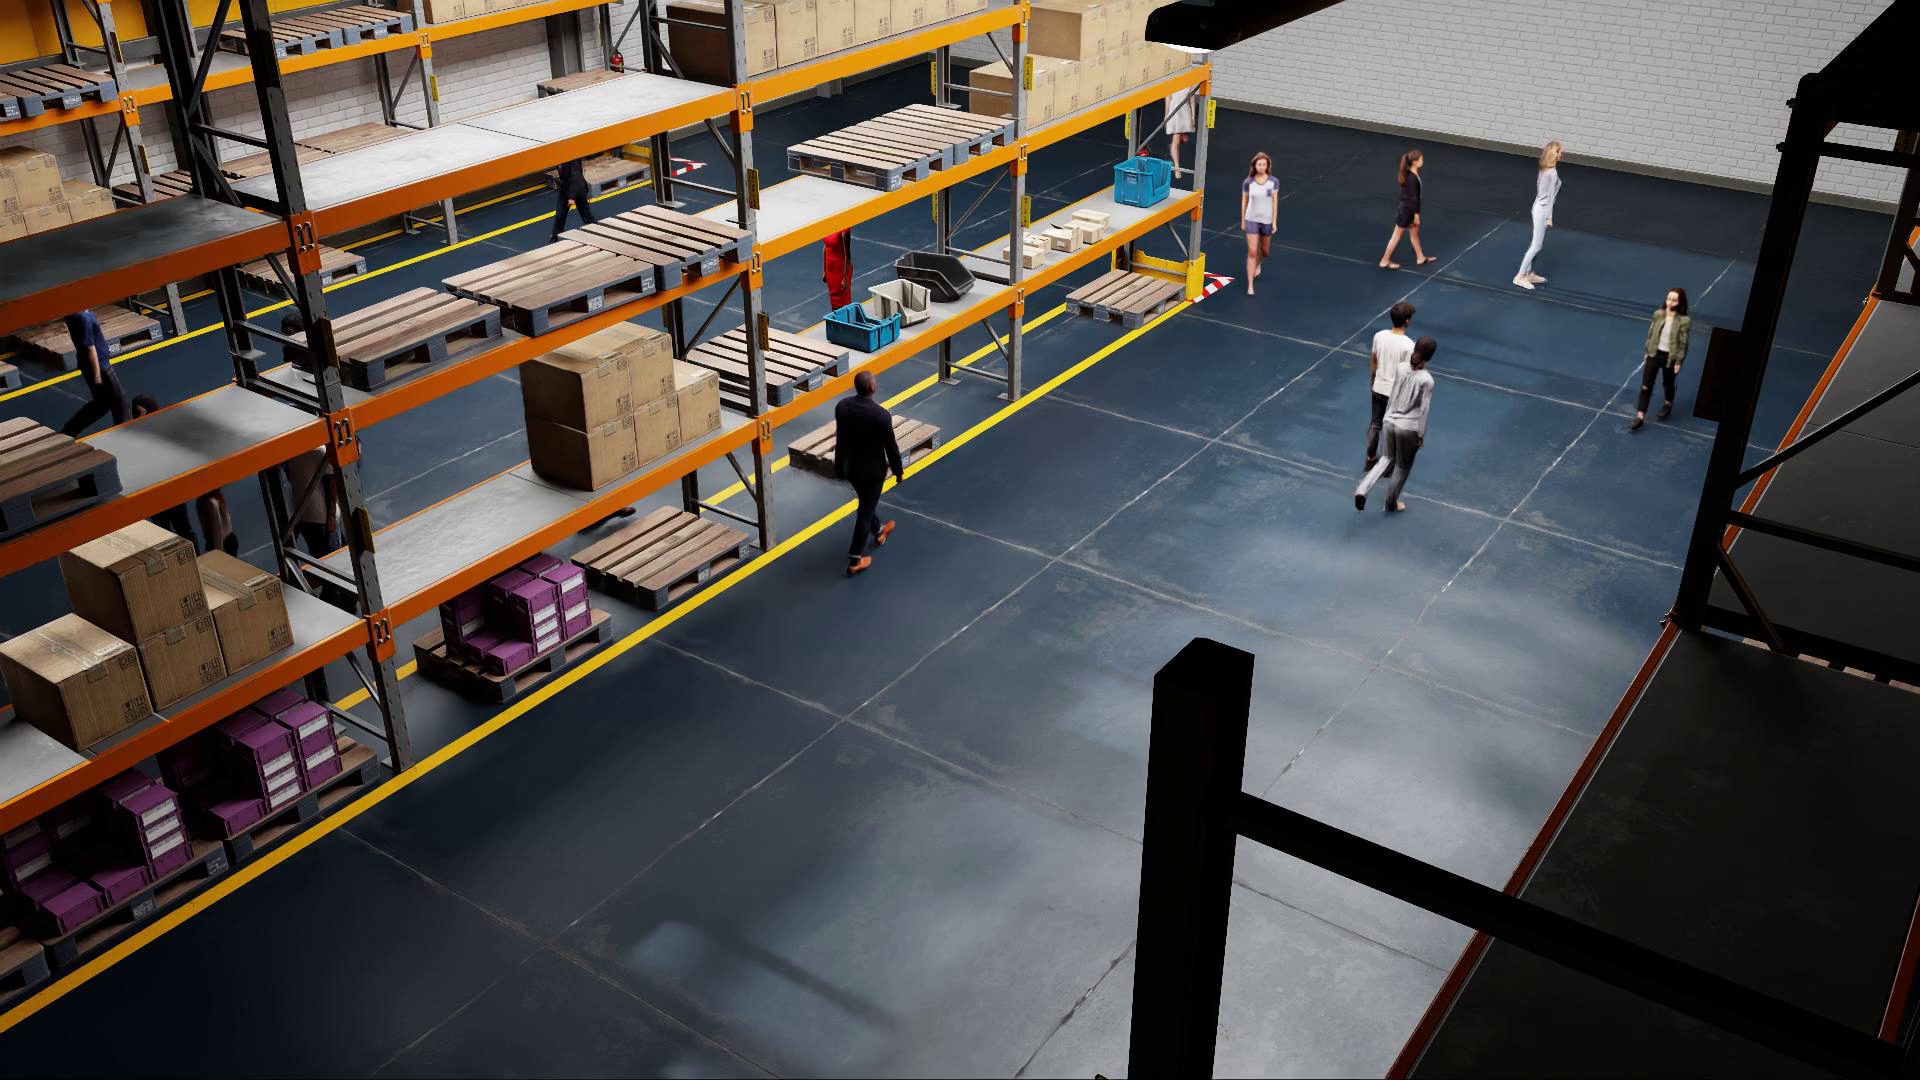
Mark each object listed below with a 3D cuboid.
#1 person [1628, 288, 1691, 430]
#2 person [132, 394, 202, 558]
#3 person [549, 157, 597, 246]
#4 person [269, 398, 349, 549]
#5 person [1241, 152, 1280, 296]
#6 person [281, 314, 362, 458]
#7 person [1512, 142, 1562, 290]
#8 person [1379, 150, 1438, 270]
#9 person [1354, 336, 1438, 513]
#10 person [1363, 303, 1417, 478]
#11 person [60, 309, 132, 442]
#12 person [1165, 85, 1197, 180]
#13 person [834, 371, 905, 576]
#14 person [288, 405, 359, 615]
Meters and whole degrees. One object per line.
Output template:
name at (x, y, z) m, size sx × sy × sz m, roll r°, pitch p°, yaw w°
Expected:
person at (7.182, -1.851, 16.880) m, size 1.013 × 1.443 × 0.704 m, roll -25°, pitch 37°, yaw -38°
person at (-6.668, -0.416, 13.929) m, size 0.680 × 1.748 × 0.648 m, roll 9°, pitch 30°, yaw 17°
person at (-4.893, -4.482, 21.377) m, size 0.788 × 1.754 × 1.188 m, roll 24°, pitch 37°, yaw 37°
person at (-5.548, -0.582, 14.218) m, size 1.020 × 1.764 × 1.185 m, roll 7°, pitch 29°, yaw 13°
person at (3.669, -3.909, 20.377) m, size 0.924 × 1.706 × 1.104 m, roll 3°, pitch 29°, yaw 5°
person at (-6.023, -1.344, 15.709) m, size 0.881 × 1.673 × 1.168 m, roll 7°, pitch 29°, yaw 13°
person at (7.157, -3.999, 20.438) m, size 0.802 × 1.806 × 0.736 m, roll 7°, pitch 29°, yaw 12°
person at (5.570, -4.159, 21.019) m, size 0.925 × 1.530 × 0.985 m, roll 2°, pitch 29°, yaw 4°
person at (3.925, -0.980, 14.961) m, size 0.959 × 1.750 × 0.820 m, roll -21°, pitch 35°, yaw -34°
person at (4.102, -1.447, 15.848) m, size 0.605 × 1.721 × 0.673 m, roll -23°, pitch 36°, yaw -36°
person at (-8.443, -1.641, 16.075) m, size 1.129 × 1.845 × 0.895 m, roll -17°, pitch 33°, yaw -29°
person at (3.226, -6.265, 24.642) m, size 0.956 × 1.758 × 1.030 m, roll -4°, pitch 29°, yaw -7°
person at (-0.863, -0.540, 14.116) m, size 0.706 × 1.788 × 1.025 m, roll 19°, pitch 34°, yaw 30°
person at (-5.205, -0.242, 13.487) m, size 0.685 × 1.867 × 0.580 m, roll 22°, pitch 35°, yaw 34°
